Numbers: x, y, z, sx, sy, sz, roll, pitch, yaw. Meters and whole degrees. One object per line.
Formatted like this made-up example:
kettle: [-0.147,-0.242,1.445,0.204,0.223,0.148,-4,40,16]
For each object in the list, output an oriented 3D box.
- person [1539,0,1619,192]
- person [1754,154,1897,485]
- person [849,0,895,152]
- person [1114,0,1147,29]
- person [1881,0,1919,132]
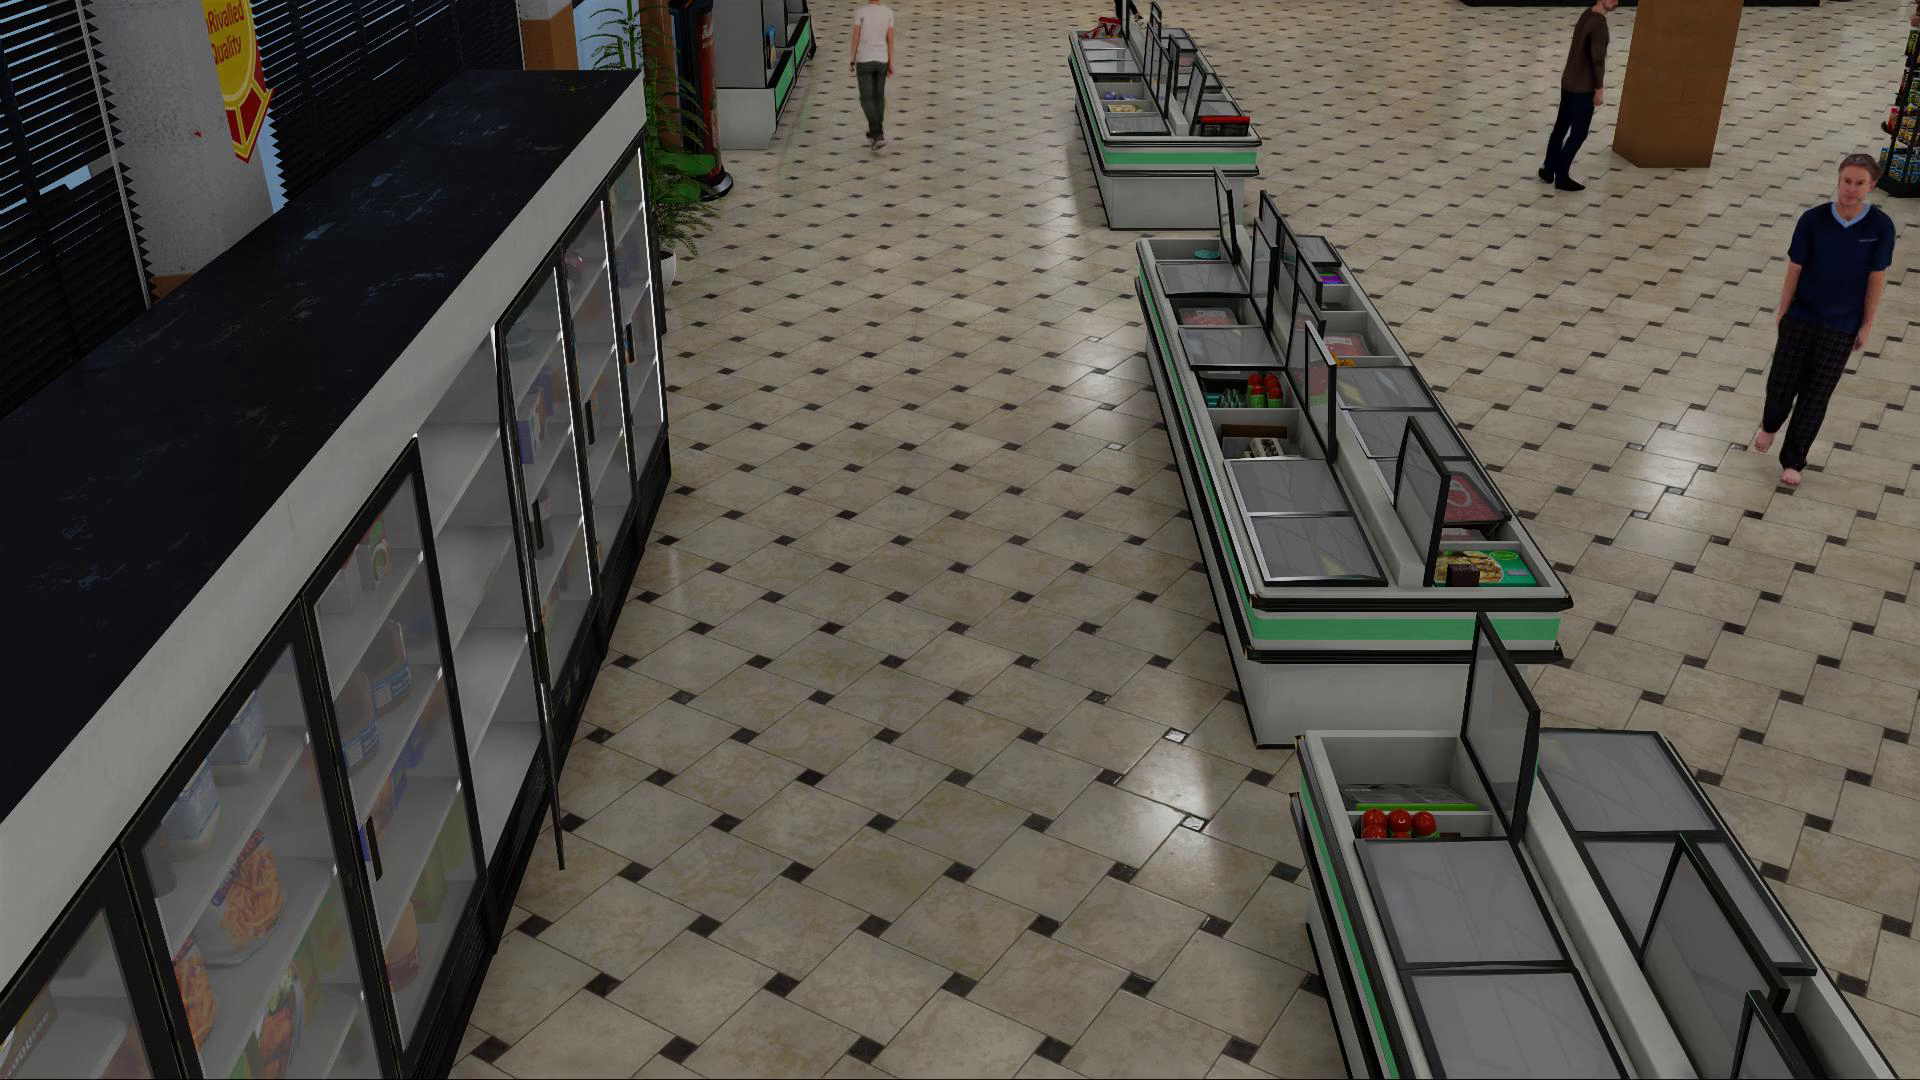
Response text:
person: [5.521,-4.089,14.906,0.948,1.856,0.510,-6,28,-12]
person: [4.828,-1.243,9.291,0.816,1.860,0.864,13,30,23]
person: [-0.844,-4.598,16.160,0.836,1.631,1.080,-11,29,-21]
person: [2.188,-7.371,21.453,0.848,1.788,0.820,13,30,25]
person: [9.827,-4.957,16.715,1.214,1.768,1.190,-22,34,-36]
